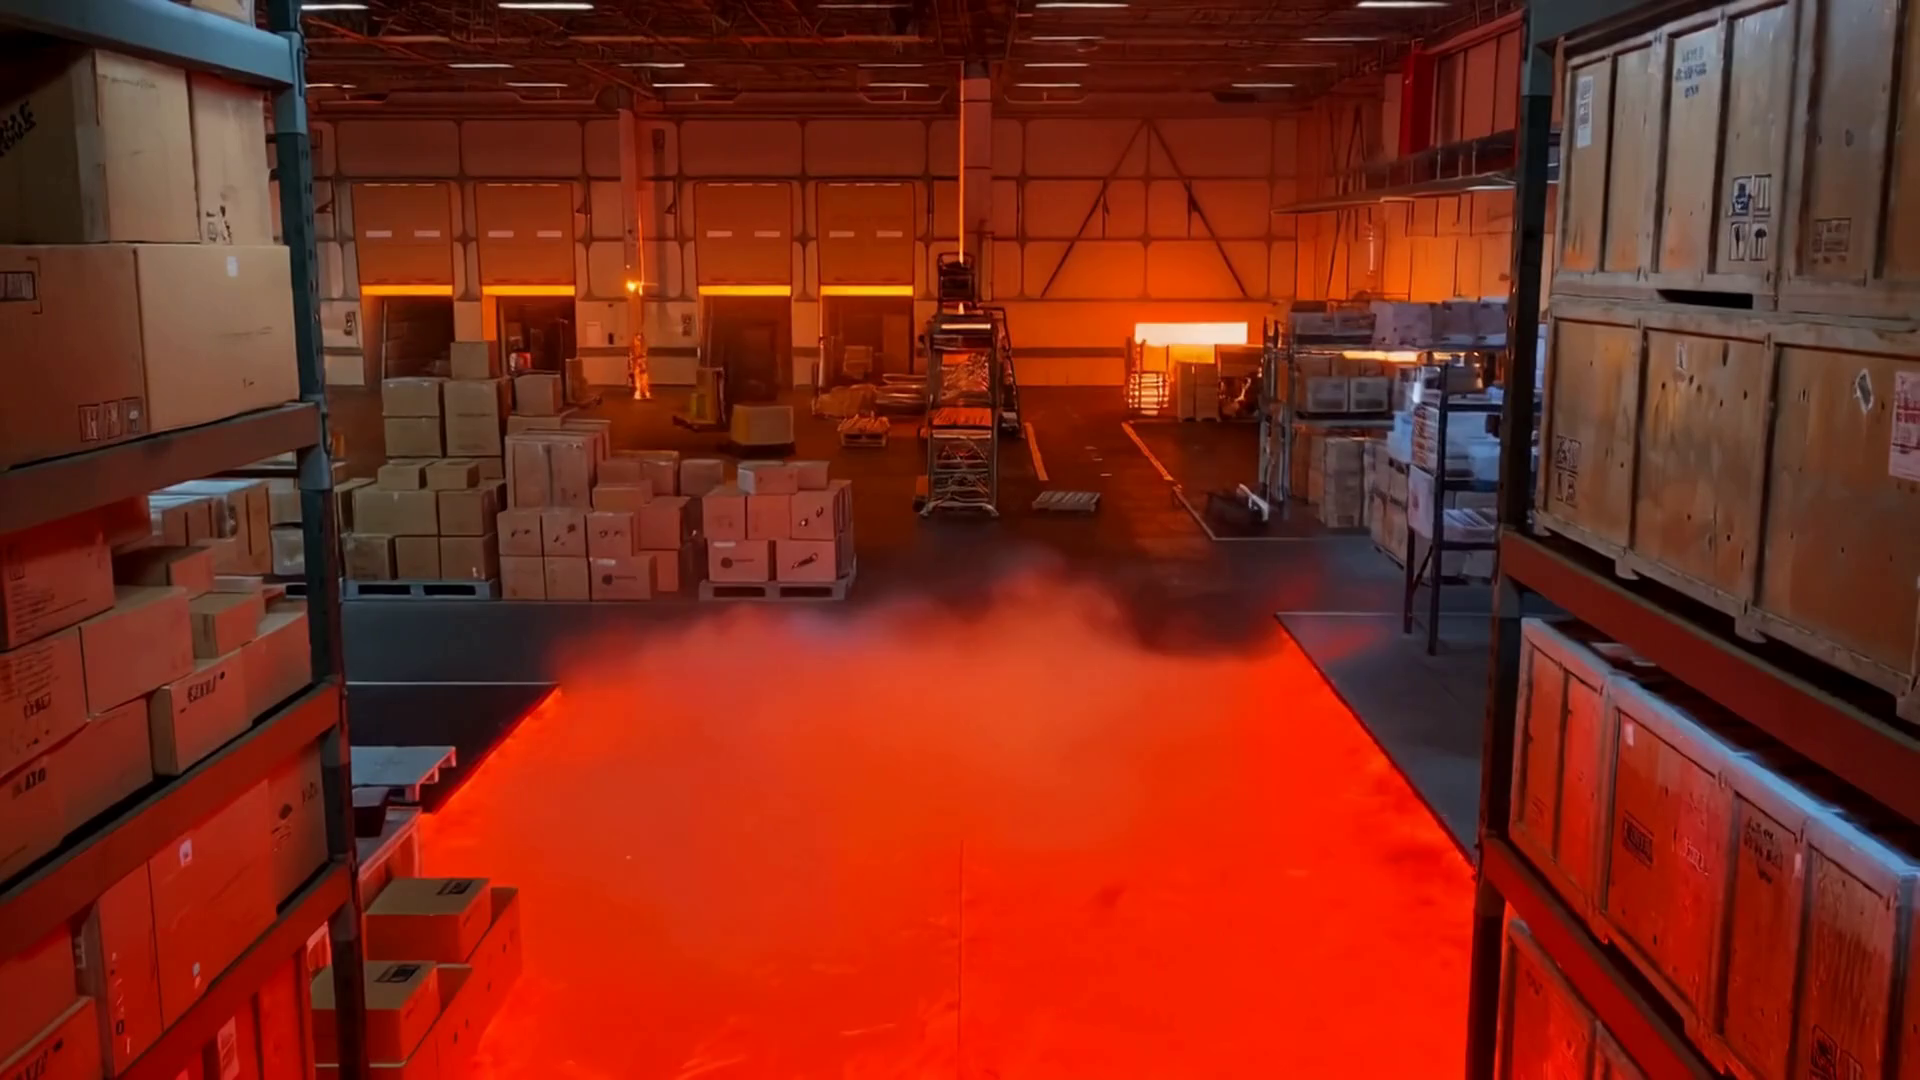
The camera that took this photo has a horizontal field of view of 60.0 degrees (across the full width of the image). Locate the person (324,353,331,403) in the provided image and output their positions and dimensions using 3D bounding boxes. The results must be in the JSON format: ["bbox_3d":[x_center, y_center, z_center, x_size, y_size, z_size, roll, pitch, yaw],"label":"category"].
[{"bbox_3d":[-17.577,-4.553,45.628,0.699,1.614,0.521,4,11,24],"label":"person"}]

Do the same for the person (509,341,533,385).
[{"bbox_3d":[-11.225,-4.150,42.557,0.571,1.876,0.340,0,10,-2],"label":"person"}]

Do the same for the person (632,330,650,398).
[{"bbox_3d":[-9.074,-4.979,47.189,0.543,1.928,0.392,4,11,21],"label":"person"}]

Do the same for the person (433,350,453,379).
[{"bbox_3d":[-11.875,-3.412,38.241,1.033,1.882,0.633,9,14,43],"label":"person"}]

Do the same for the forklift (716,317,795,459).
[{"bbox_3d":[-4.163,-3.123,33.721,1.129,2.768,1.873,-5,11,-25],"label":"forklift"}]

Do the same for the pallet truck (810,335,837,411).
[{"bbox_3d":[-3.021,-4.312,43.126,1.885,1.965,0.823,3,10,17],"label":"pallet truck"}]

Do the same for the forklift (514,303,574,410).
[{"bbox_3d":[-10.721,-4.667,42.626,1.129,2.768,1.873,0,10,1],"label":"forklift"}]
